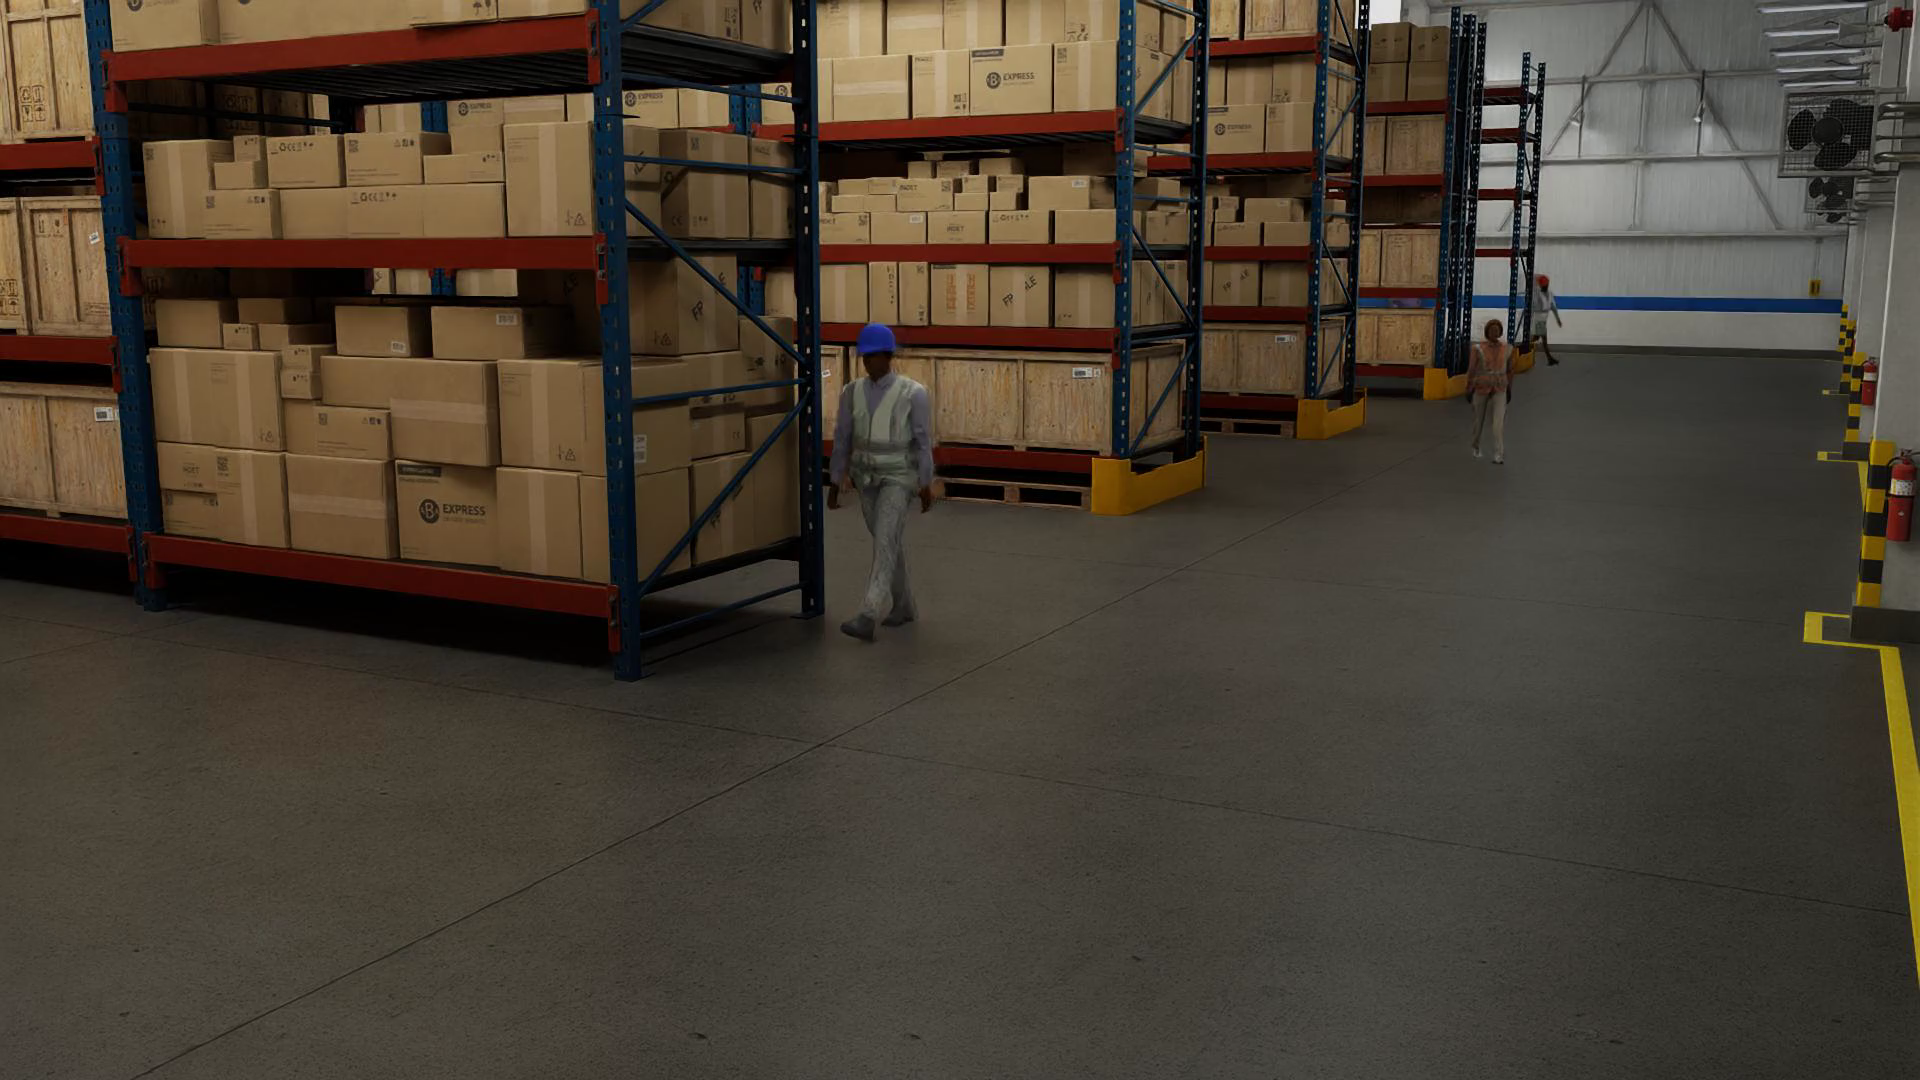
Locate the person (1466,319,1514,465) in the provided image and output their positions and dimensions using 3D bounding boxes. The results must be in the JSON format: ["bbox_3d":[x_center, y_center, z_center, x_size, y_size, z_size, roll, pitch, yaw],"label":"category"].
[{"bbox_3d":[5.934,-1.679,18.679,0.533,1.599,0.844,1,10,5],"label":"person"}]

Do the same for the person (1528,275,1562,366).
[{"bbox_3d":[12.032,-4.529,34.403,0.566,1.870,0.968,-7,12,-35],"label":"person"}]

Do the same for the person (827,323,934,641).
[{"bbox_3d":[-0.538,-0.351,10.096,0.633,1.896,0.980,6,11,30],"label":"person"}]

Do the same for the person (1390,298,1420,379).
[{"bbox_3d":[8.256,-3.979,31.066,0.643,1.923,0.704,-3,10,-18],"label":"person"}]
